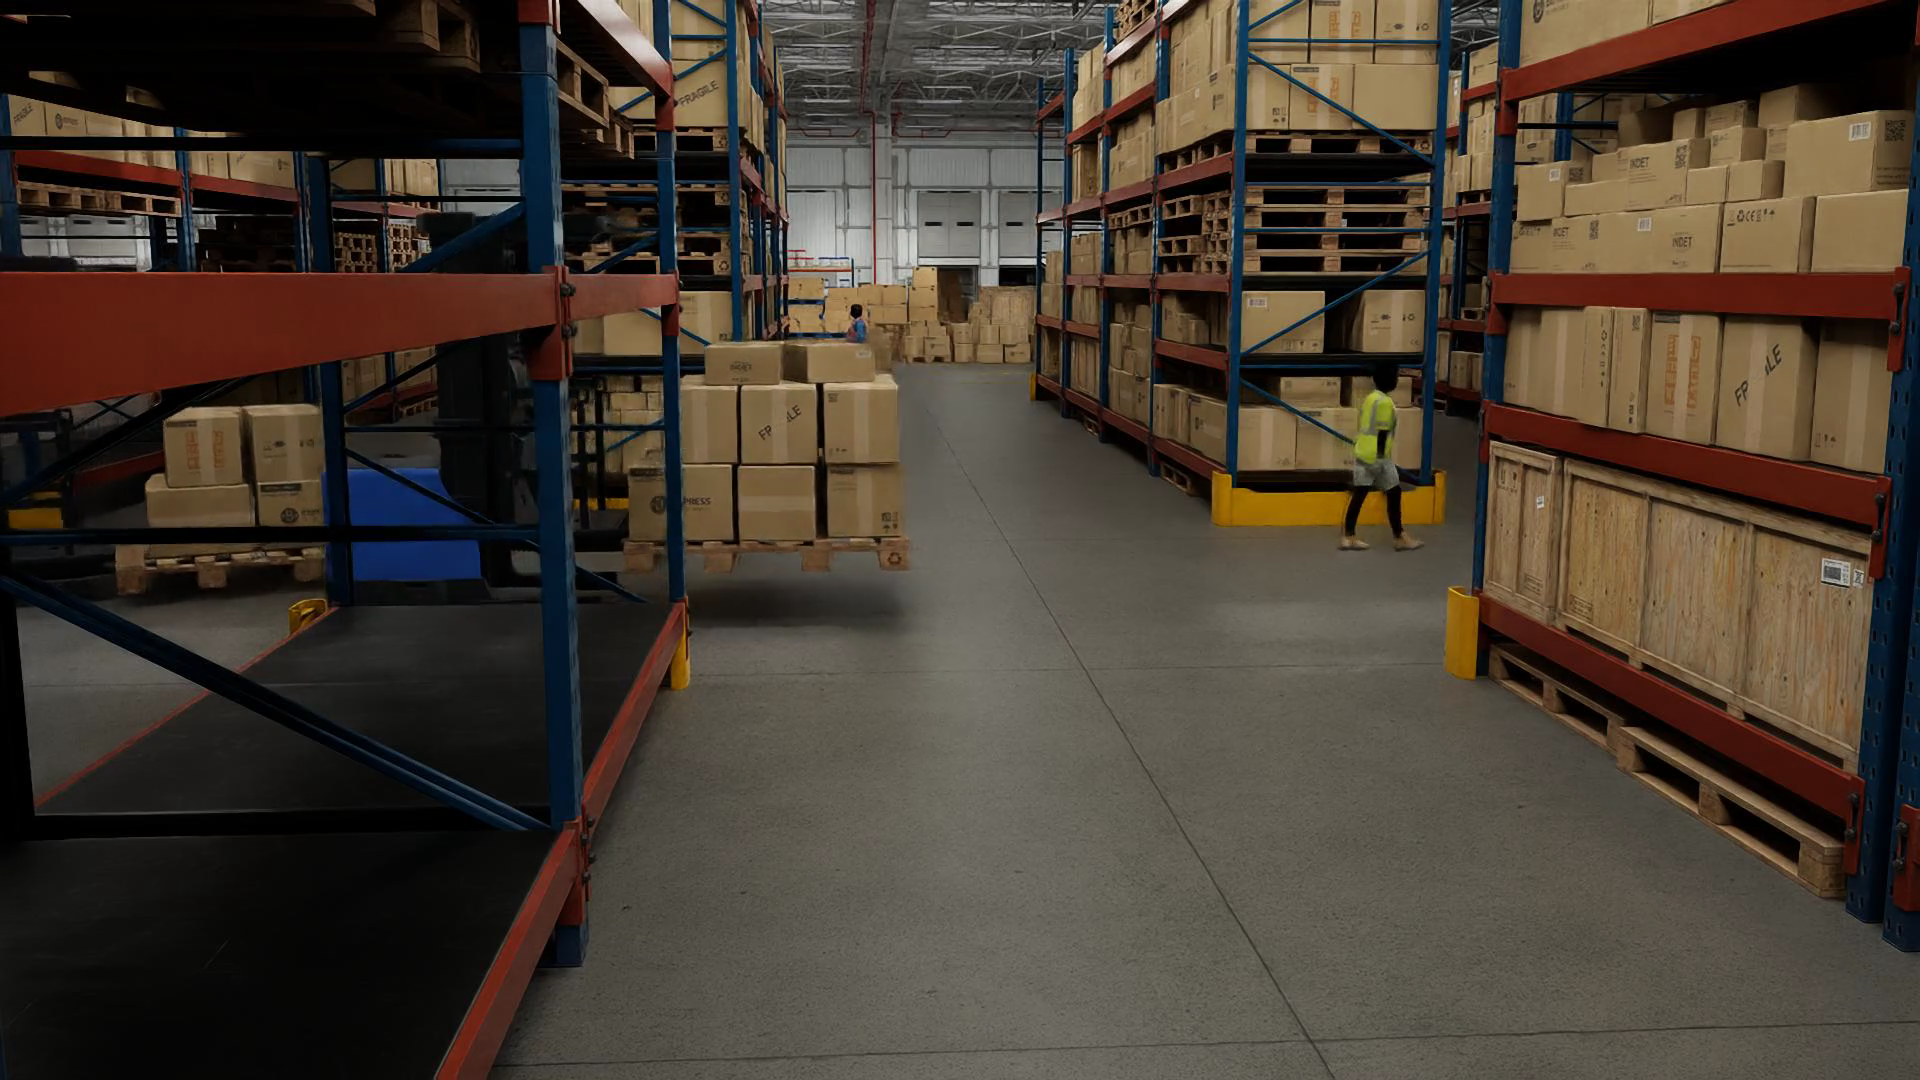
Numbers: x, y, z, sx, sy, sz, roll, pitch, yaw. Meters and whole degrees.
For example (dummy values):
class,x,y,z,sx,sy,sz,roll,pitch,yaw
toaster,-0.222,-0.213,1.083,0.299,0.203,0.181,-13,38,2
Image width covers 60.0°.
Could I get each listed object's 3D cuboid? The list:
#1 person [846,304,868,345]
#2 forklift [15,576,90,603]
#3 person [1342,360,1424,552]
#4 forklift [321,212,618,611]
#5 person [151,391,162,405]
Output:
class,x,y,z,sx,sy,sz,roll,pitch,yaw
person,-2.052,-3.780,33.118,0.429,1.844,0.624,-1,9,-7
forklift,-7.462,-0.938,12.018,1.873,2.768,1.129,-4,10,-26
person,3.700,-0.721,14.425,0.777,1.659,0.553,-1,9,-6
forklift,-3.477,-0.900,11.781,1.873,2.768,1.129,-1,9,-5
person,-14.209,-3.292,29.642,0.630,1.971,0.670,3,10,21
